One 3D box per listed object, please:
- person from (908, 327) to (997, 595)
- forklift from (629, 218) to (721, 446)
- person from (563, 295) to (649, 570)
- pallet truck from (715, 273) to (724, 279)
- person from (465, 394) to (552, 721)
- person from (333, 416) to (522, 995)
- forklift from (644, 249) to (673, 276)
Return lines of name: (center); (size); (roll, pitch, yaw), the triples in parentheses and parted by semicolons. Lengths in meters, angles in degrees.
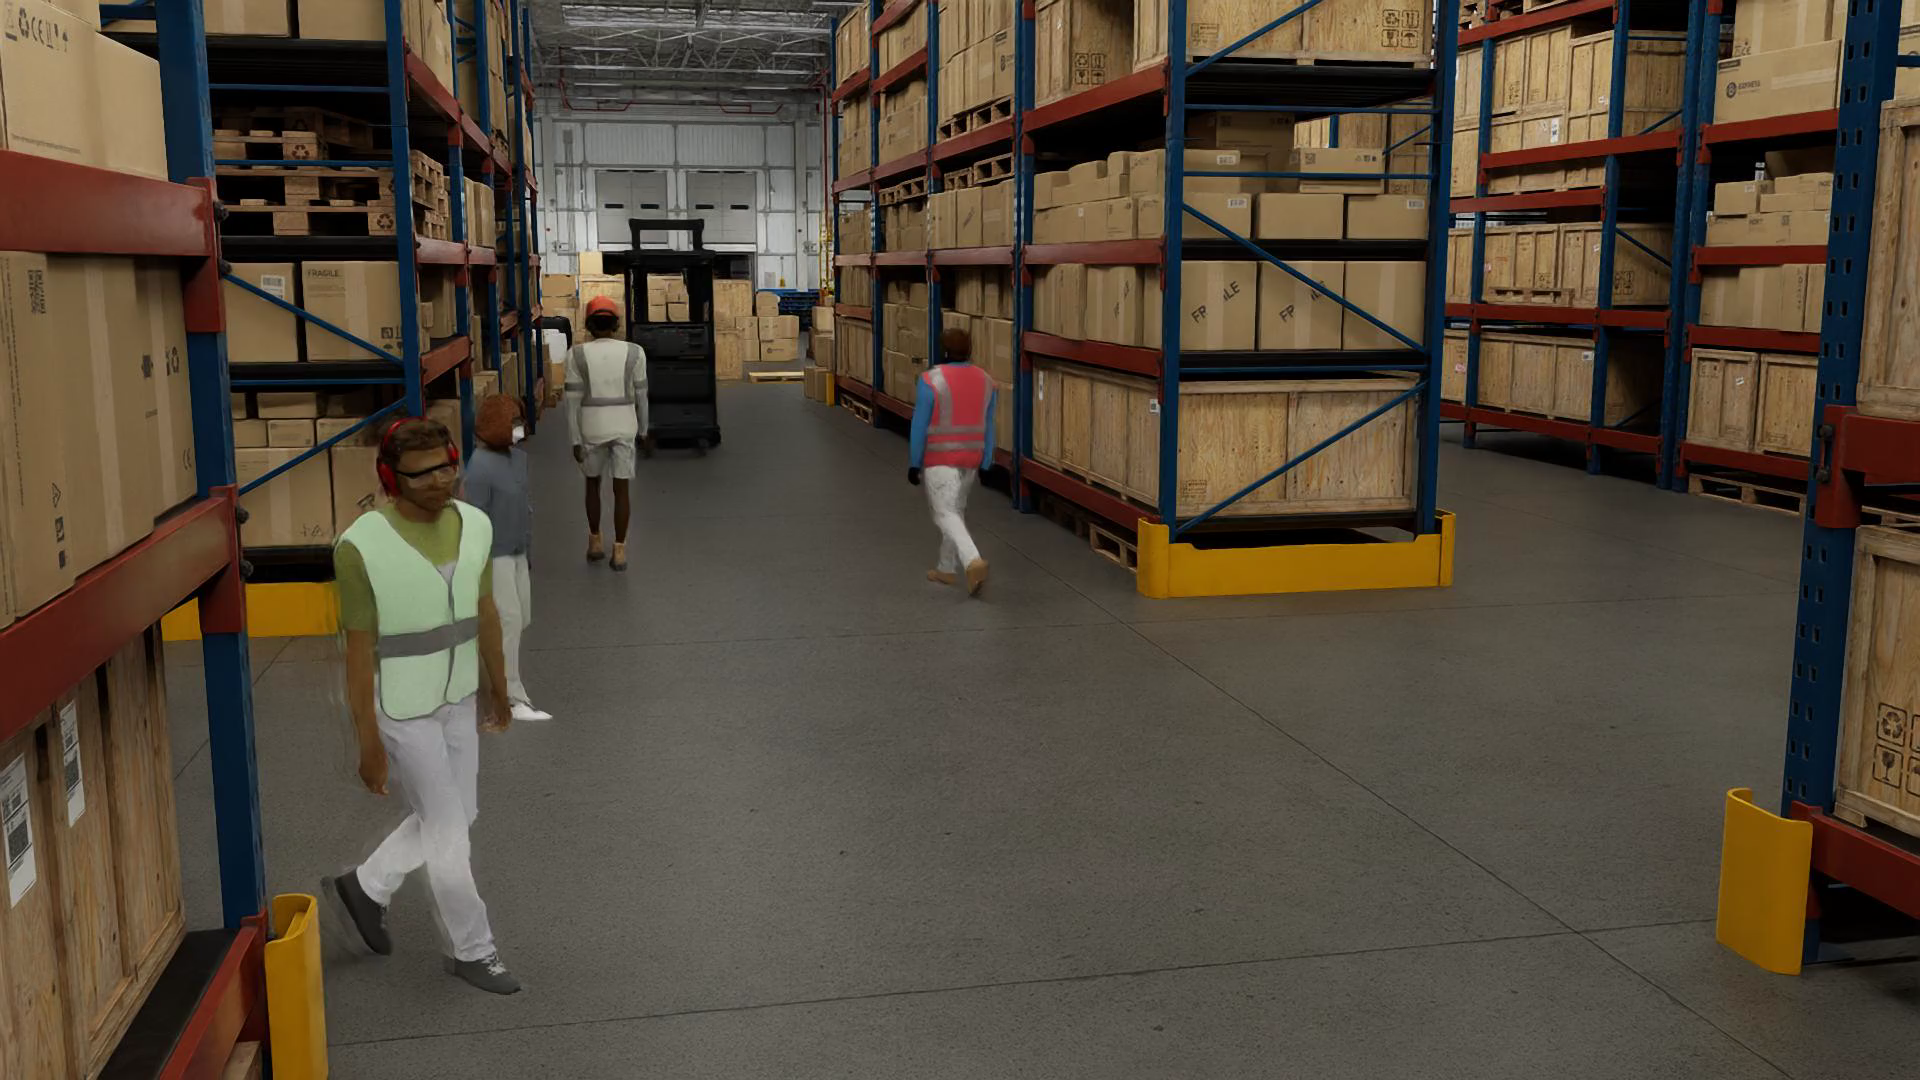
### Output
person: (-0.014, -0.540, 11.352); (0.621, 1.818, 0.822); (-7, 12, -36)
forklift: (-3.695, -2.676, 21.135); (1.129, 2.768, 1.873); (-2, 10, -12)
person: (-2.623, -0.809, 12.393); (0.620, 2.005, 0.850); (-2, 10, -15)
pallet truck: (-8.580, -8.986, 62.280); (1.885, 1.965, 0.823); (1, 9, 5)
person: (-2.317, 0.082, 8.200); (0.607, 1.618, 0.505); (2, 10, 15)
person: (-1.705, 0.502, 5.076); (0.716, 1.796, 0.660); (5, 11, 29)
forklift: (-10.091, -8.375, 55.870); (1.129, 2.768, 1.873); (-7, 12, -38)
